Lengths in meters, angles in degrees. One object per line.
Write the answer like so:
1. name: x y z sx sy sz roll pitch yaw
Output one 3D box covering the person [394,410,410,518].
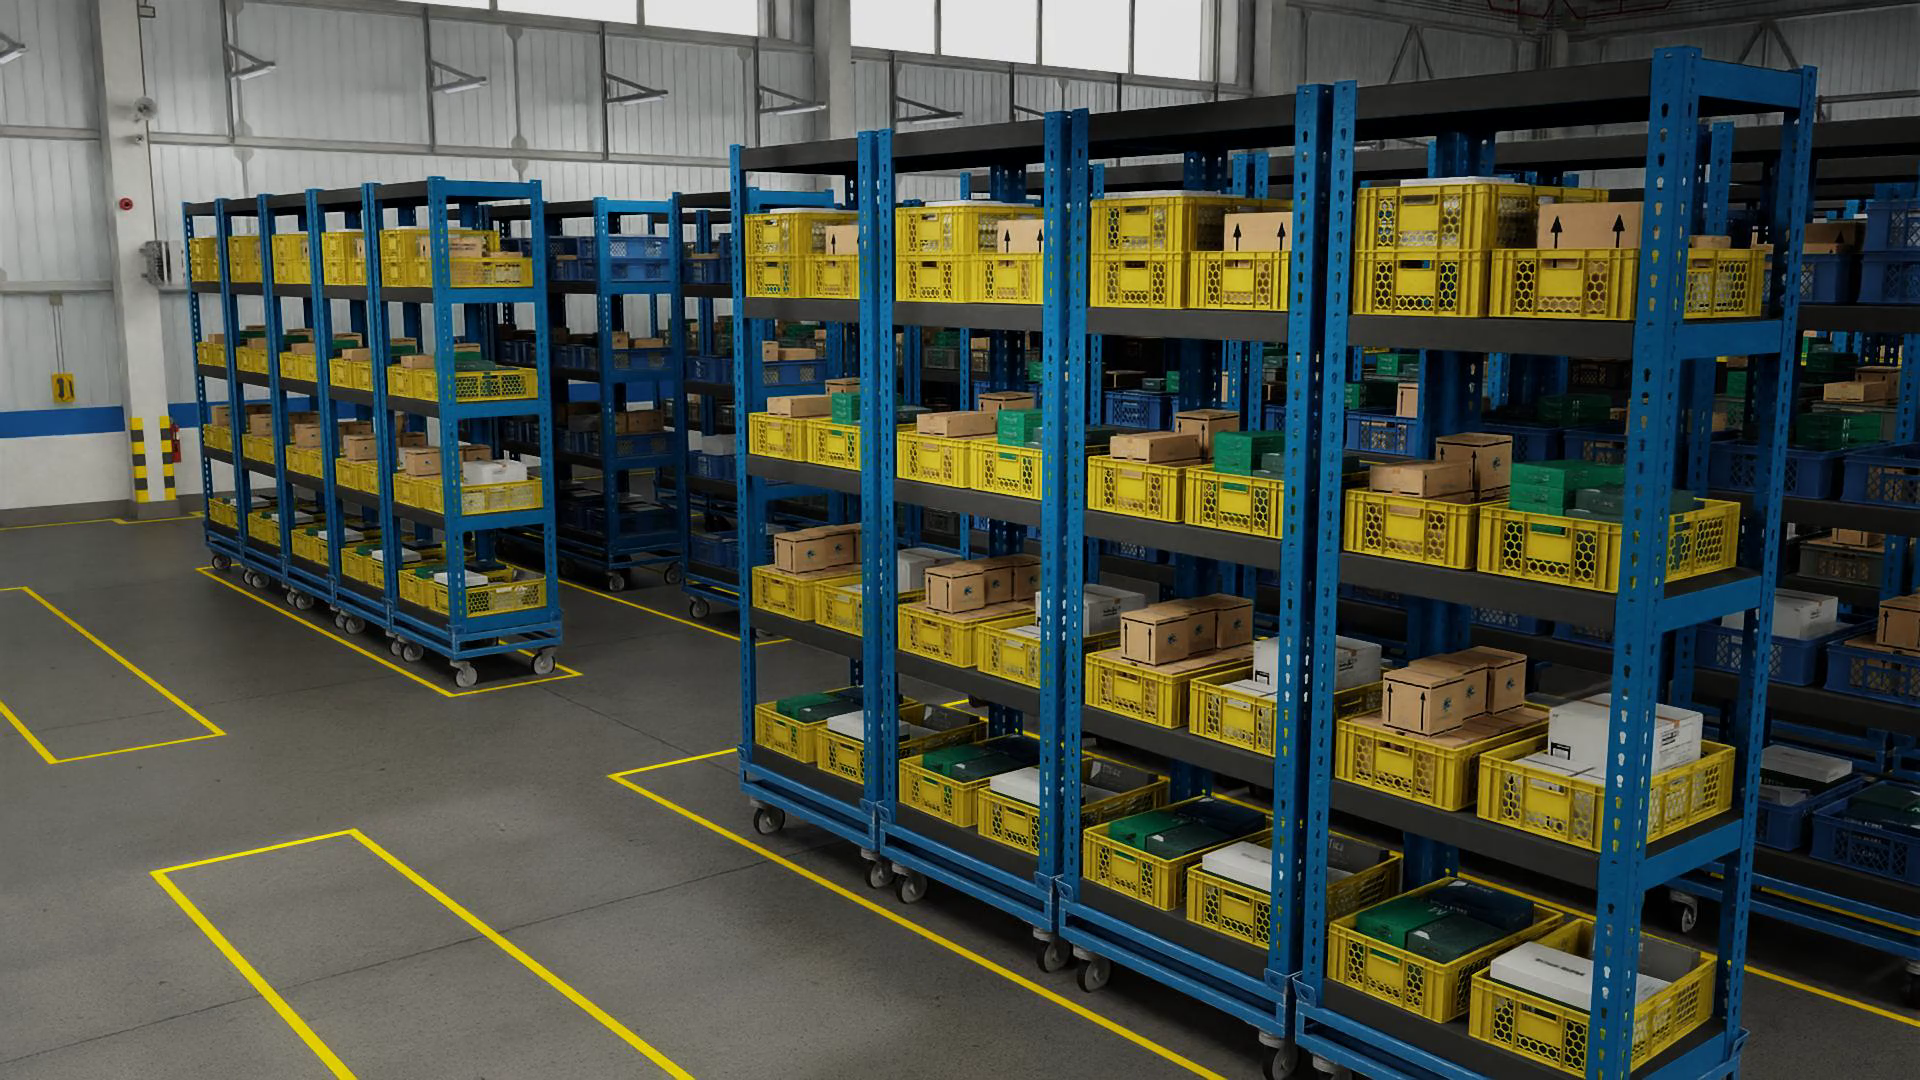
1. person: -6.666 -1.183 19.817 0.390 1.846 0.565 -2 10 -14
